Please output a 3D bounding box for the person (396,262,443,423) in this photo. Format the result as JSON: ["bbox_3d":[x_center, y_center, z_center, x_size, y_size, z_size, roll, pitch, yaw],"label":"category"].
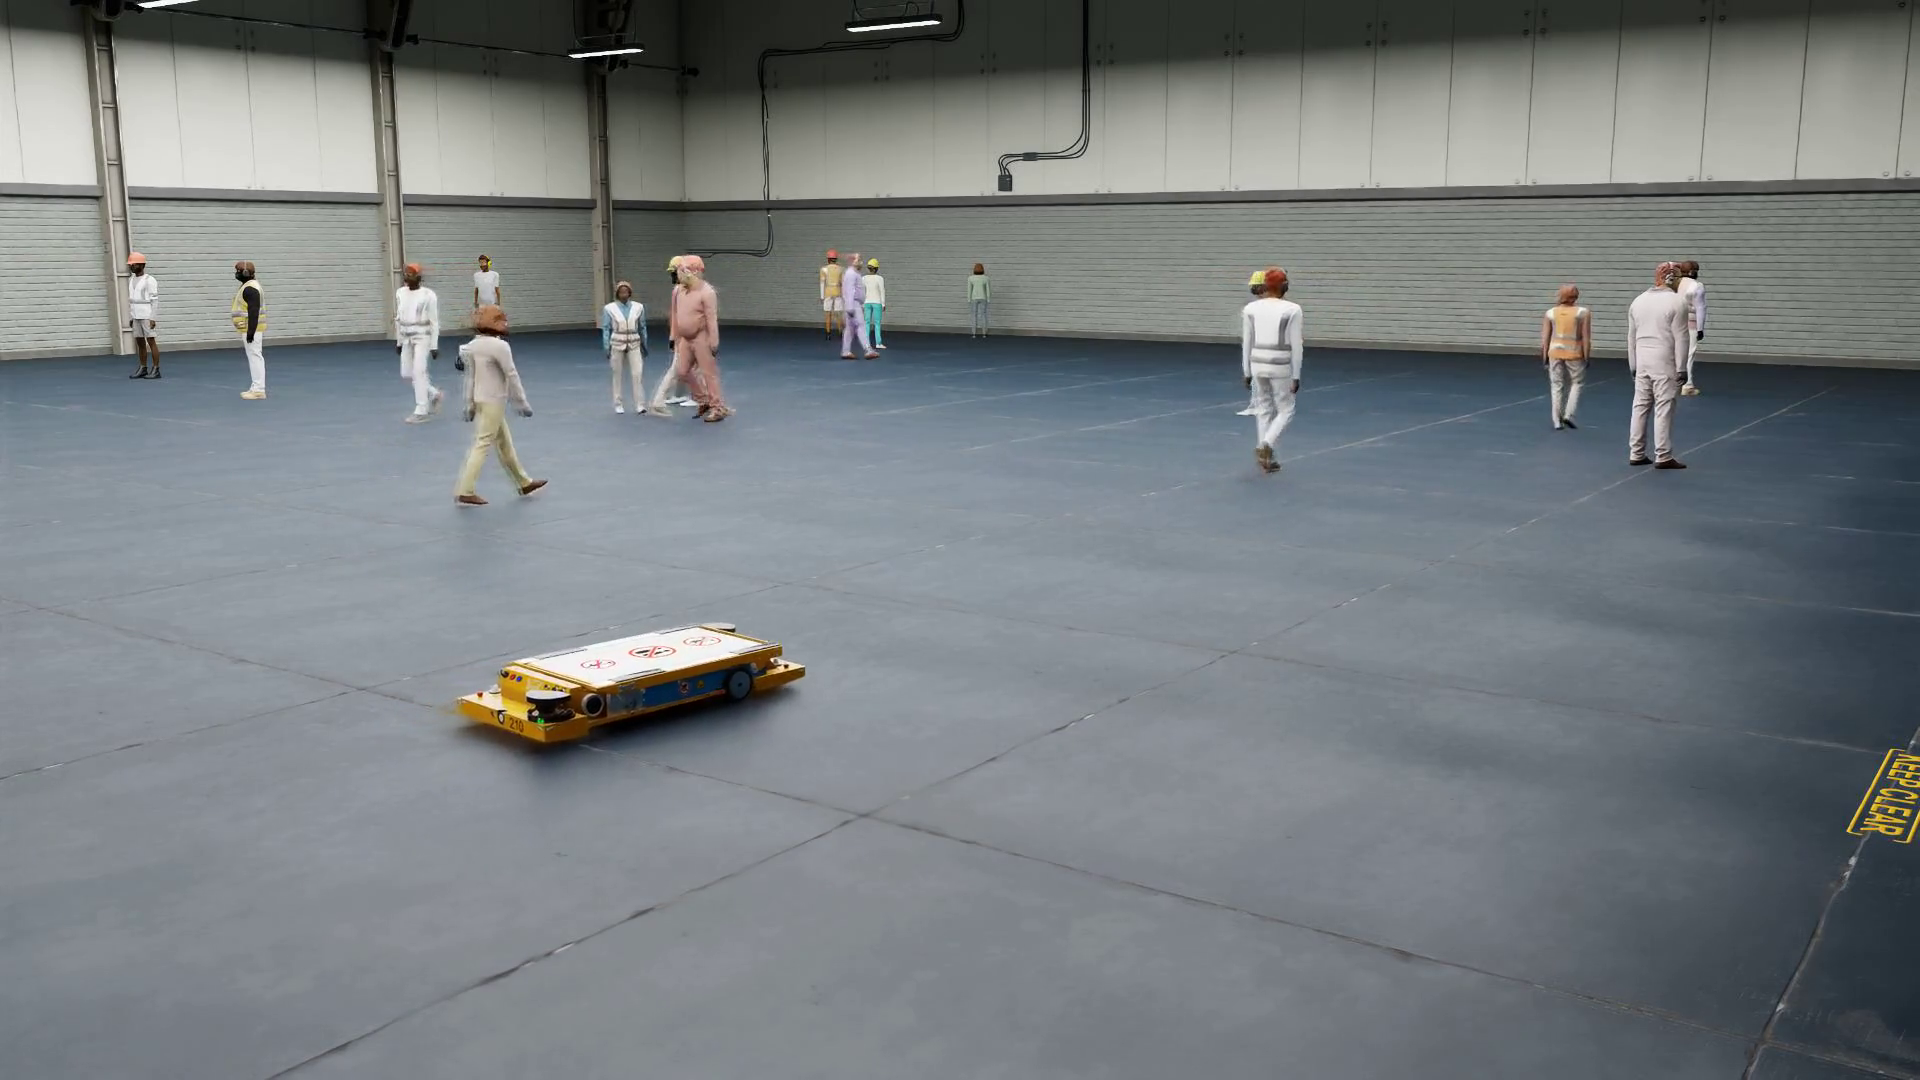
[{"bbox_3d":[-6.284,-2.301,19.362,0.596,1.869,0.596,5,11,27],"label":"person"}]

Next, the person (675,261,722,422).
[{"bbox_3d":[-3.073,-2.315,19.431,0.696,1.868,0.458,9,14,42],"label":"person"}]

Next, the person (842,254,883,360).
[{"bbox_3d":[-1.757,-4.160,29.721,0.785,1.879,0.677,-1,10,-4],"label":"person"}]

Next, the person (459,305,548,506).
[{"bbox_3d":[-3.690,-1.079,13.306,0.872,1.585,0.505,-9,13,-41],"label":"person"}]

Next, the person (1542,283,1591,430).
[{"bbox_3d":[6.735,-2.033,18.499,0.547,1.625,0.360,7,13,36],"label":"person"}]

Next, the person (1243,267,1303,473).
[{"bbox_3d":[2.785,-1.509,14.922,0.586,1.866,0.583,7,12,35],"label":"person"}]

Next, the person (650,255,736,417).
[{"bbox_3d":[-3.259,-2.419,19.861,0.988,1.942,0.611,-3,11,-19],"label":"person"}]

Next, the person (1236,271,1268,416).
[{"bbox_3d":[3.679,-2.368,20.056,0.606,1.748,0.537,0,10,2],"label":"person"}]

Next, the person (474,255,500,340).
[{"bbox_3d":[-8.799,-4.367,30.962,0.509,1.863,0.311,1,10,6],"label":"person"}]

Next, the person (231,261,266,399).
[{"bbox_3d":[-9.517,-2.809,22.282,0.429,1.843,0.629,-5,11,-25],"label":"person"}]

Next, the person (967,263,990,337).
[{"bbox_3d":[0.418,-5.303,36.831,0.507,1.631,0.279,0,10,0],"label":"person"}]

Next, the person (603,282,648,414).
[{"bbox_3d":[-4.034,-2.308,20.130,0.567,1.599,0.792,-4,11,-22],"label":"person"}]

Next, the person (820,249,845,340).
[{"bbox_3d":[-2.723,-5.241,35.646,0.554,1.939,0.377,-2,10,-8],"label":"person"}]

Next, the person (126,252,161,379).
[{"bbox_3d":[-12.542,-3.432,25.501,0.543,1.939,0.356,4,11,23],"label":"person"}]

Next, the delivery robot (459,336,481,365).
[{"bbox_3d":[-7.914,-3.120,27.365,0.477,0.478,0.707,3,11,18],"label":"delivery robot"}]

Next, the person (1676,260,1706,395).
[{"bbox_3d":[9.973,-2.918,22.896,0.429,1.840,0.629,-6,12,-30],"label":"person"}]

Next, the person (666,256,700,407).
[{"bbox_3d":[-3.587,-2.639,21.132,0.695,1.904,0.628,1,10,7],"label":"person"}]

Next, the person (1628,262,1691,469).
[{"bbox_3d":[6.498,-1.613,15.417,0.402,1.904,0.638,-5,11,-24],"label":"person"}]

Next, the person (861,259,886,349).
[{"bbox_3d":[-1.705,-4.652,32.815,0.525,1.769,0.308,5,11,24],"label":"person"}]

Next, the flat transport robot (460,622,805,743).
[{"bbox_3d":[-1.448,0.613,7.512,0.652,0.197,1.431,9,14,42],"label":"flat transport robot"}]
